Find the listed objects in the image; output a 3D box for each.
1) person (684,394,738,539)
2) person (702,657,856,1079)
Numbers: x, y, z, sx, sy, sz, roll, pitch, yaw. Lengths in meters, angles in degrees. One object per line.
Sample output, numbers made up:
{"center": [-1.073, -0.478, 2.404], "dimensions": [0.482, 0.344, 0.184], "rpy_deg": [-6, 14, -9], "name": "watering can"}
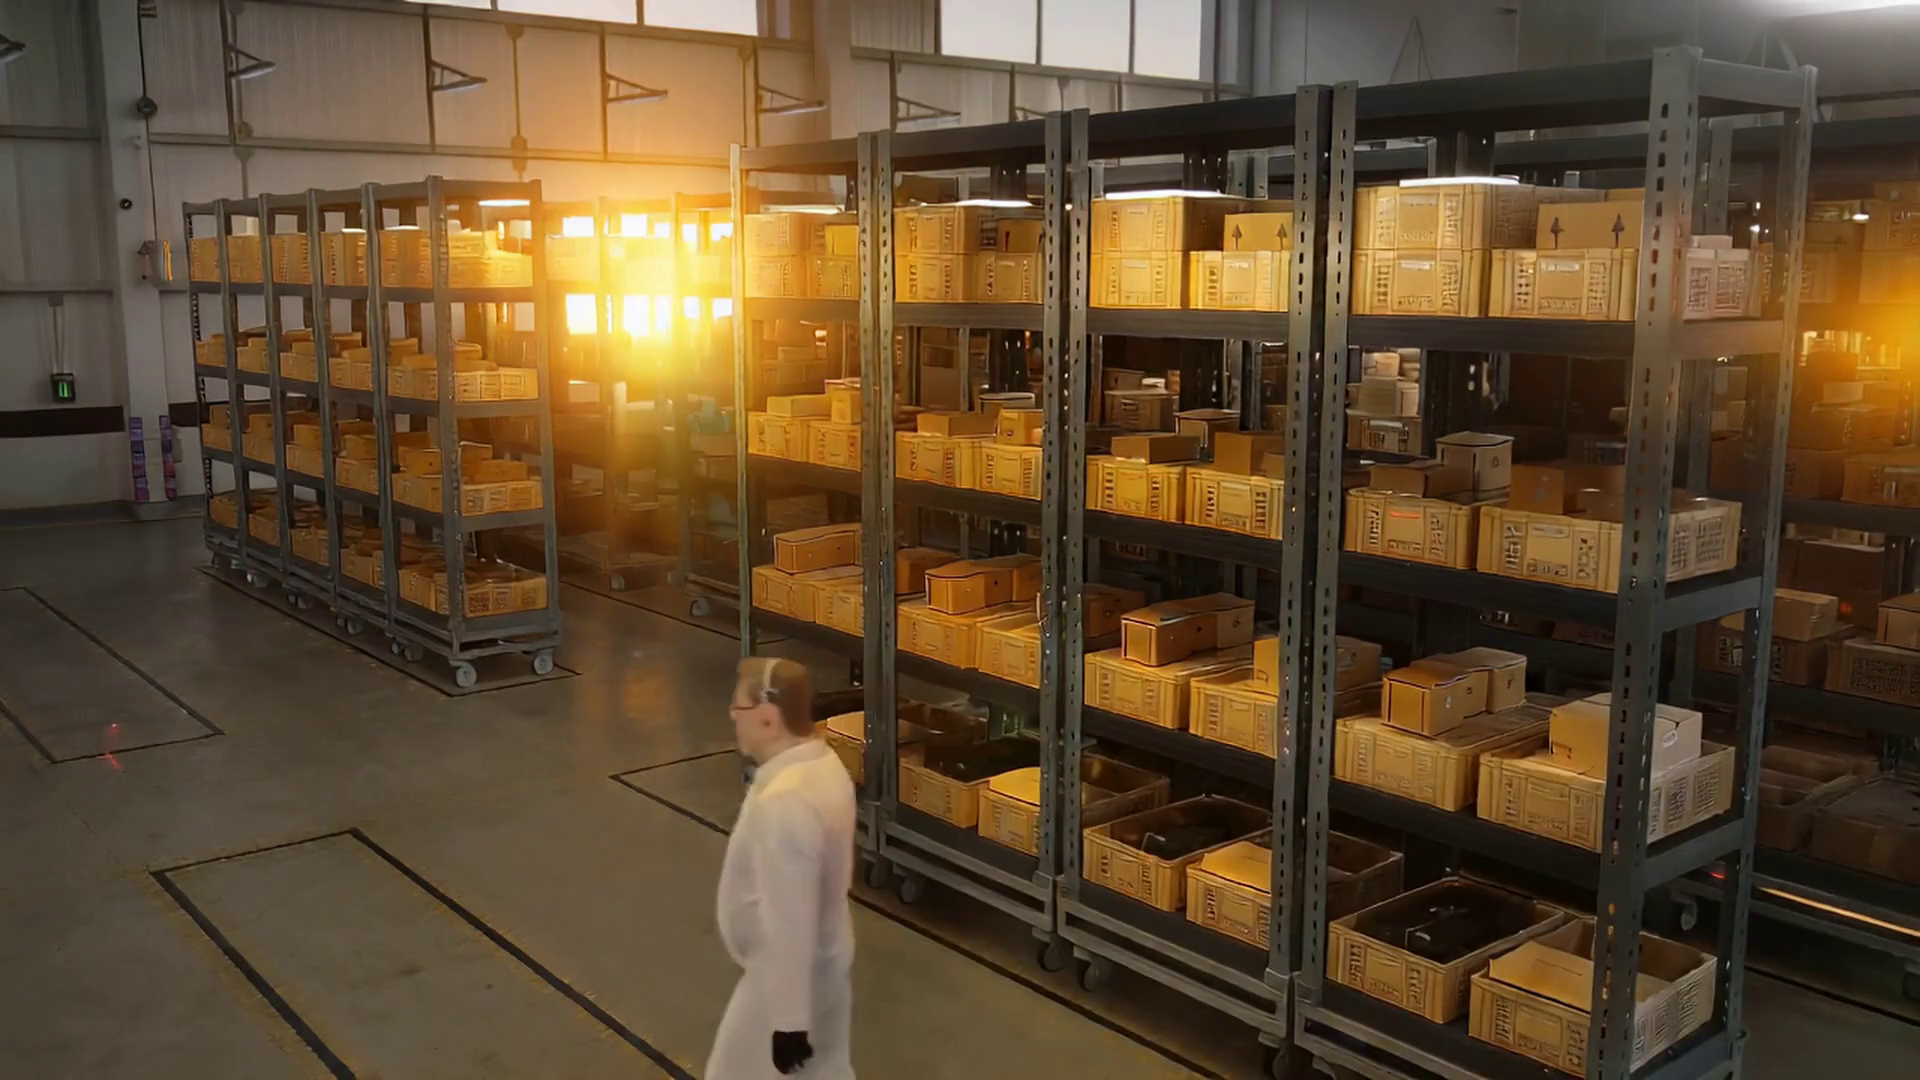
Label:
{"center": [-2.607, -0.727, 17.271], "dimensions": [0.595, 1.779, 0.959], "rpy_deg": [-7, 12, -37], "name": "person"}
{"center": [-0.617, 1.270, 4.922], "dimensions": [0.773, 1.879, 0.685], "rpy_deg": [1, 10, 8], "name": "person"}
